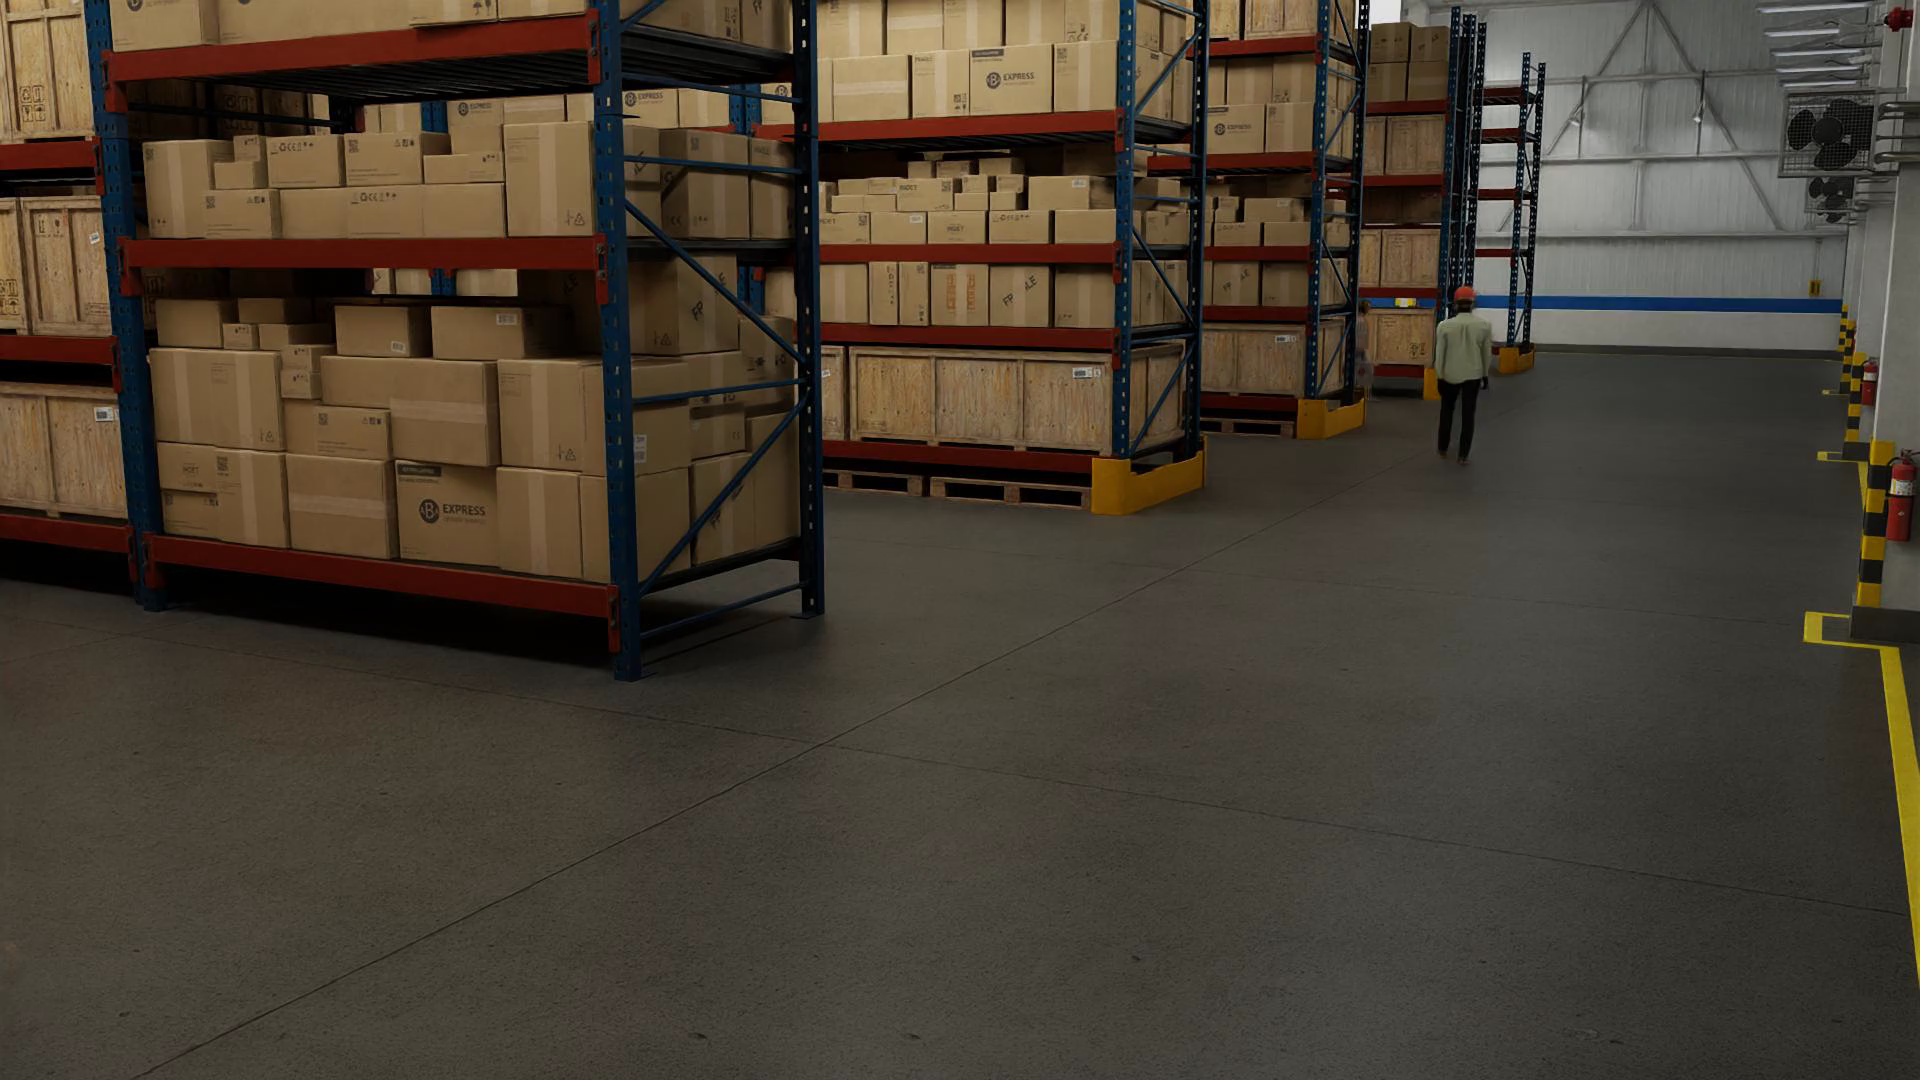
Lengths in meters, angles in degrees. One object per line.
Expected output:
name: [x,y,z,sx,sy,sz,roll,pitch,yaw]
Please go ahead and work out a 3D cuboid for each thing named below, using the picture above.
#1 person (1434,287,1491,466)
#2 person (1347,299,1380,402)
person: [5.590,-1.834,18.547,0.622,1.950,0.978,2,10,11]
person: [6.272,-2.911,25.749,0.649,1.615,0.541,4,11,23]
